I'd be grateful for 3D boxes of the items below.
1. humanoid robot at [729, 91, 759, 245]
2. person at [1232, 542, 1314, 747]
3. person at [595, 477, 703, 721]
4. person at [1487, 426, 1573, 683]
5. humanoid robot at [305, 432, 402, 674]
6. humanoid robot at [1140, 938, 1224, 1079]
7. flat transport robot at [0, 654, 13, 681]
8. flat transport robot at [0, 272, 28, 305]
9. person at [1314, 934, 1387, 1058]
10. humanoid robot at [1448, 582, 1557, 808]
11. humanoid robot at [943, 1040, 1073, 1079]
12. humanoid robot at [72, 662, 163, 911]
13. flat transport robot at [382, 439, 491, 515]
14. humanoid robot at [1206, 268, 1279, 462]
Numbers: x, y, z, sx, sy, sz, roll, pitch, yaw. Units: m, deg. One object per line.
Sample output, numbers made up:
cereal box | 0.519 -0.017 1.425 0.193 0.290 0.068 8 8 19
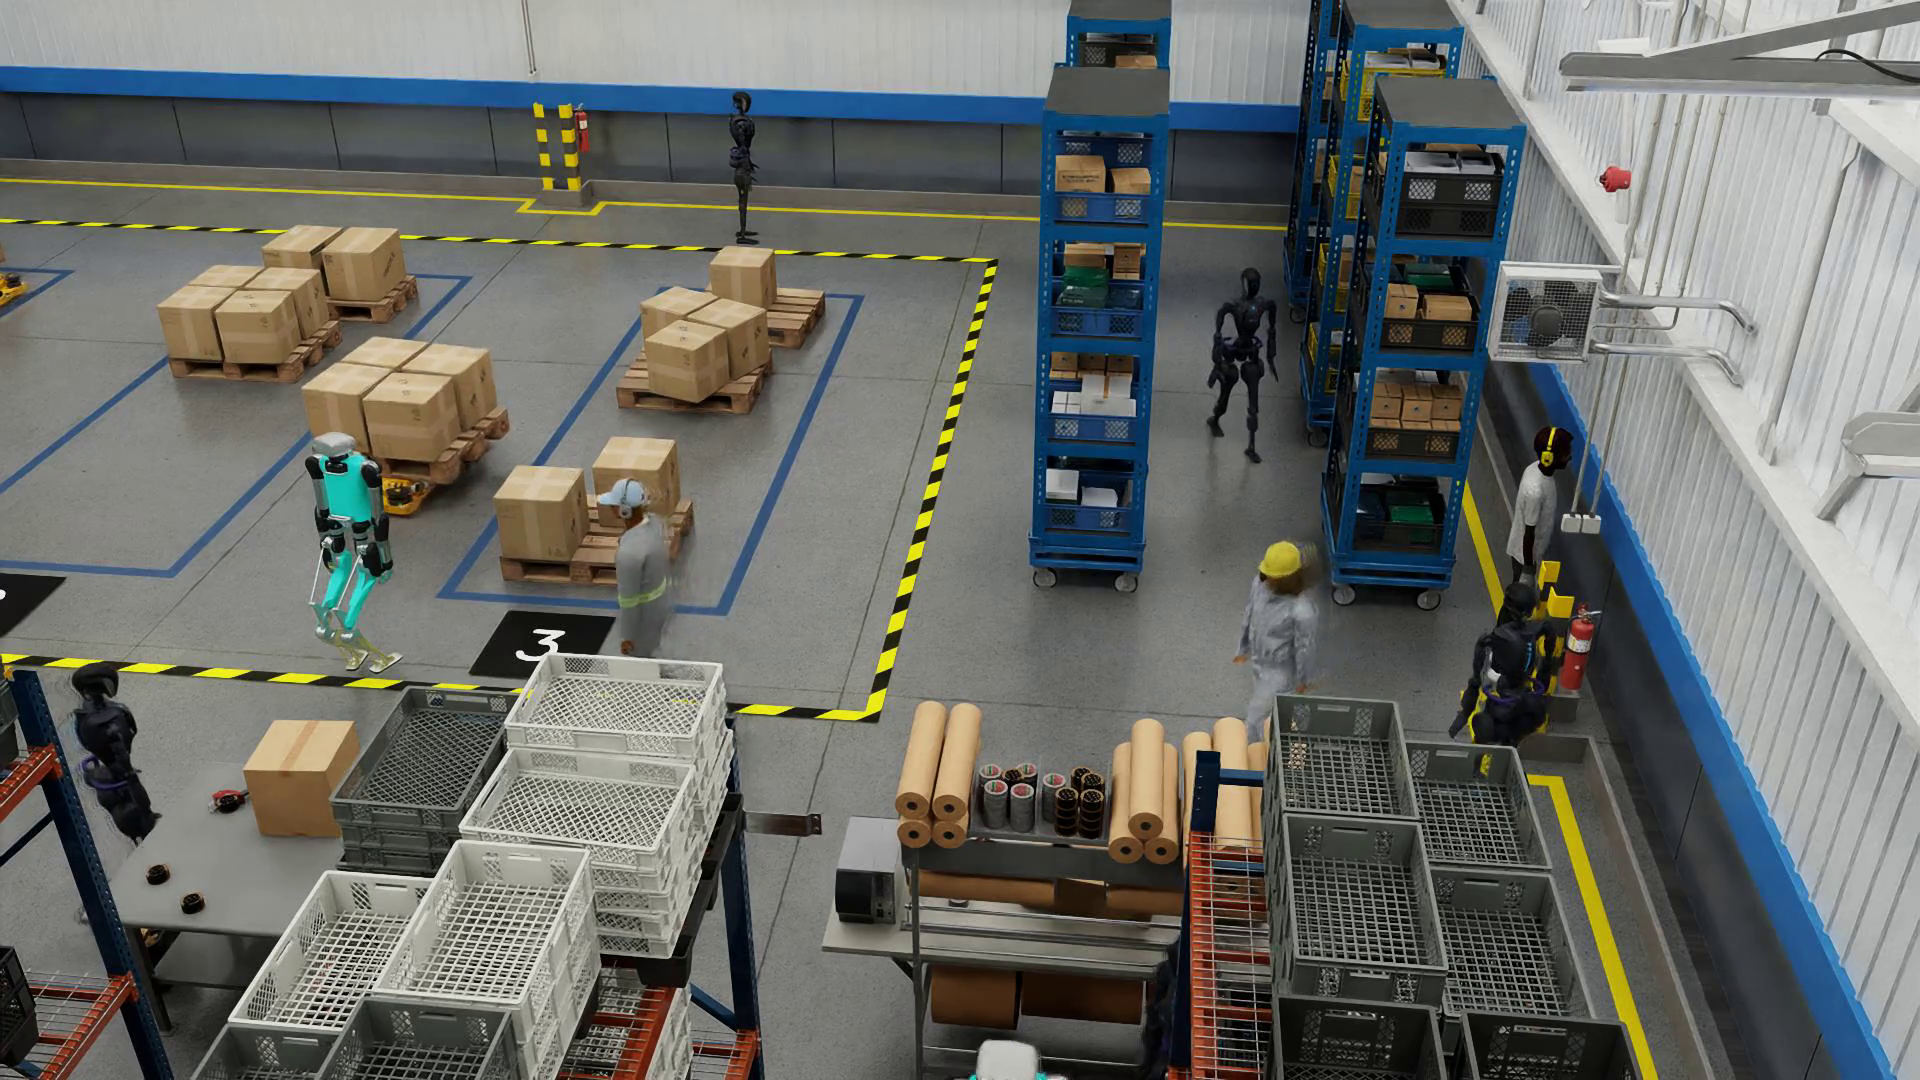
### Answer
humanoid robot | -2.378 -4.122 18.342 0.315 1.653 0.599 -2 30 -4
person | 1.915 0.718 10.007 0.853 1.707 0.491 -15 33 -24
person | -1.943 0.439 10.364 0.620 1.832 0.595 1 30 2
person | 3.747 0.107 10.896 0.328 1.875 0.508 11 32 17
humanoid robot | -4.035 0.162 10.806 0.533 1.673 0.735 9 31 15
humanoid robot | 0.973 2.378 7.215 0.591 1.643 0.609 -14 33 -23
flat transport robot | -7.142 0.969 11.010 1.431 0.231 0.659 3 30 6
flat transport robot | -10.455 -2.573 17.066 1.431 0.197 0.652 3 30 6
person | 1.615 2.291 7.171 0.389 1.844 0.563 -8 31 -13
humanoid robot | 3.183 1.002 9.551 0.599 1.638 0.510 -9 32 -16
humanoid robot | 0.194 2.798 6.472 0.547 1.857 0.665 -1 30 -1
humanoid robot | -4.581 1.364 8.952 0.615 1.640 0.614 -24 38 -35
flat transport robot | -4.507 -0.659 13.778 0.652 0.197 1.431 8 31 13
humanoid robot | 2.357 -1.508 13.912 0.600 1.639 0.762 -6 31 -11
